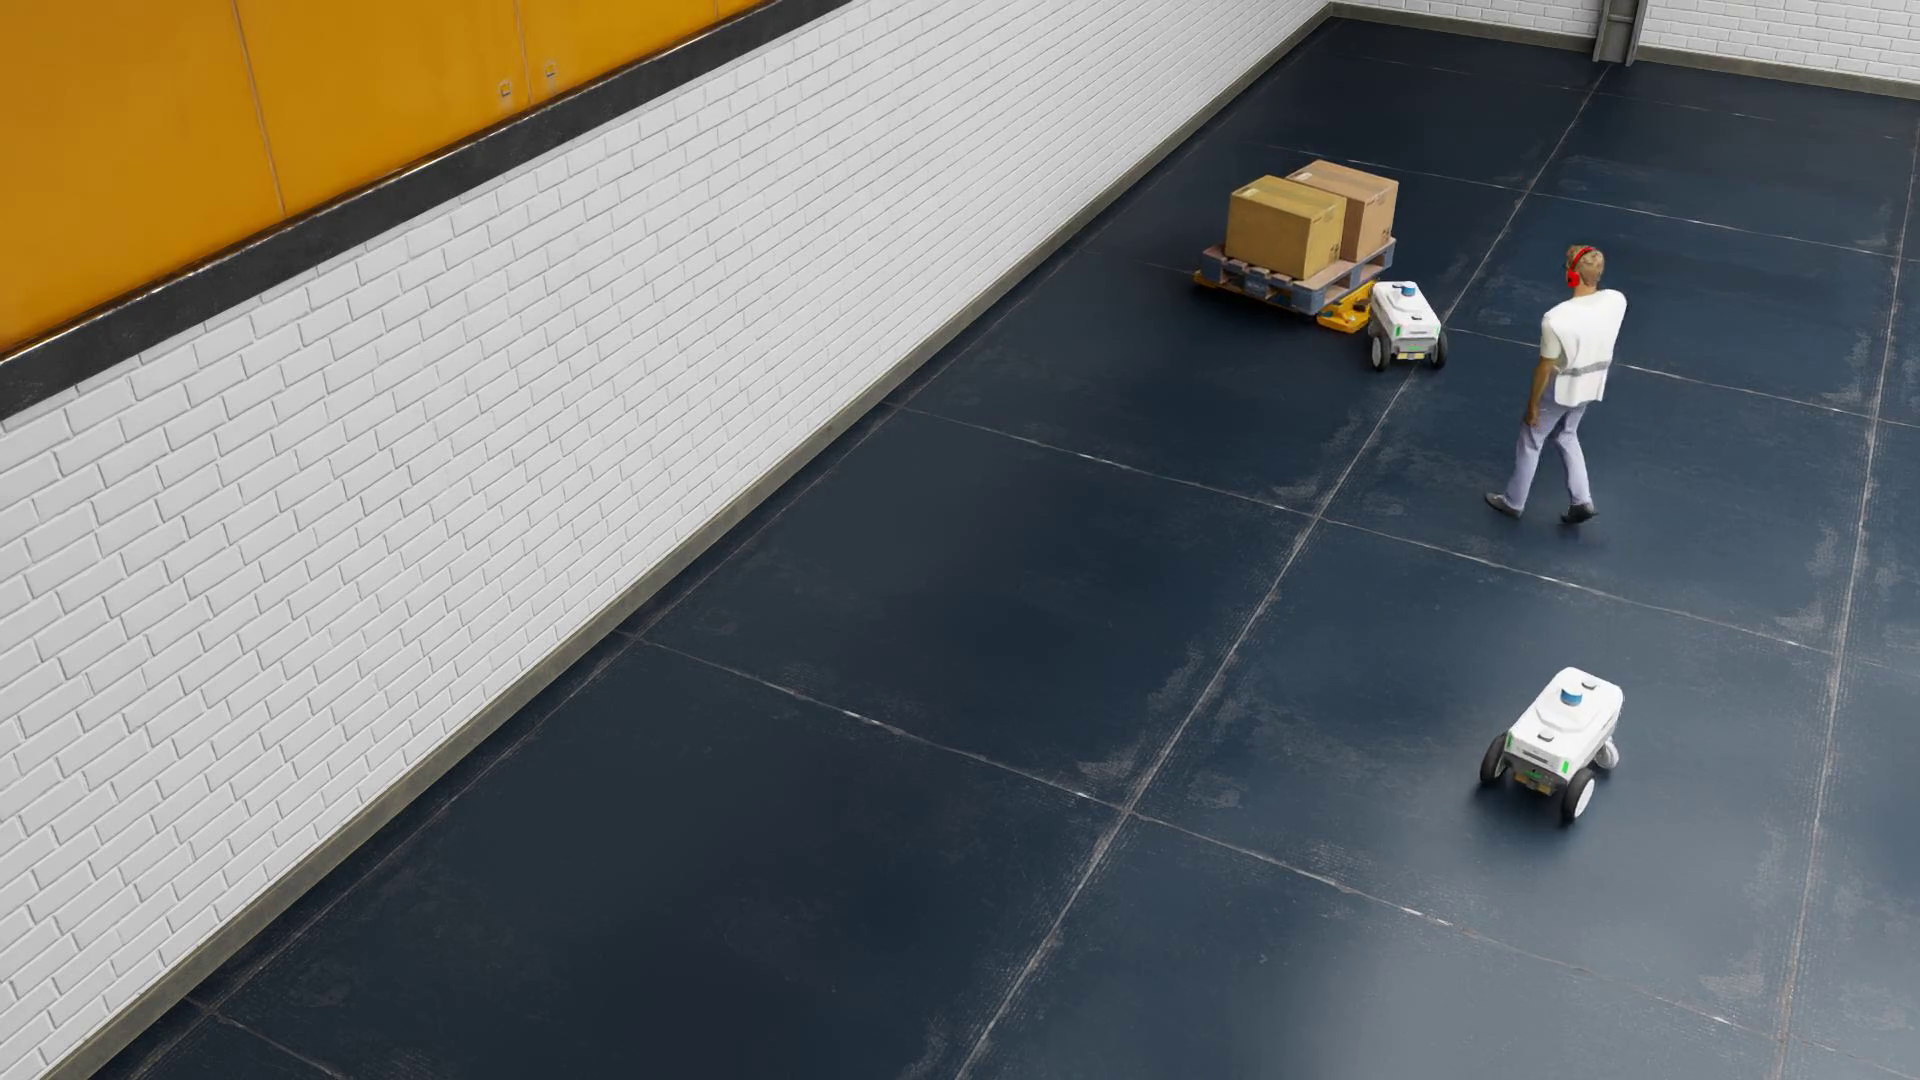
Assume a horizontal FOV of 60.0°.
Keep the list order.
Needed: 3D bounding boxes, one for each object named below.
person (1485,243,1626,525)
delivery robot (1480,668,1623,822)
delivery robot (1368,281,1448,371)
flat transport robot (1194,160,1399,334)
[{"bbox_3d":[3.608,-0.880,9.889,0.590,1.824,0.613,-13,36,-19],"label":"person"},{"bbox_3d":[2.978,0.995,8.256,0.519,0.613,0.784,25,41,32],"label":"delivery robot"},{"bbox_3d":[3.232,-1.573,12.059,0.518,0.592,0.763,-2,34,-3],"label":"delivery robot"},{"bbox_3d":[2.603,-1.990,12.938,1.431,0.231,0.659,26,42,33],"label":"flat transport robot"}]
